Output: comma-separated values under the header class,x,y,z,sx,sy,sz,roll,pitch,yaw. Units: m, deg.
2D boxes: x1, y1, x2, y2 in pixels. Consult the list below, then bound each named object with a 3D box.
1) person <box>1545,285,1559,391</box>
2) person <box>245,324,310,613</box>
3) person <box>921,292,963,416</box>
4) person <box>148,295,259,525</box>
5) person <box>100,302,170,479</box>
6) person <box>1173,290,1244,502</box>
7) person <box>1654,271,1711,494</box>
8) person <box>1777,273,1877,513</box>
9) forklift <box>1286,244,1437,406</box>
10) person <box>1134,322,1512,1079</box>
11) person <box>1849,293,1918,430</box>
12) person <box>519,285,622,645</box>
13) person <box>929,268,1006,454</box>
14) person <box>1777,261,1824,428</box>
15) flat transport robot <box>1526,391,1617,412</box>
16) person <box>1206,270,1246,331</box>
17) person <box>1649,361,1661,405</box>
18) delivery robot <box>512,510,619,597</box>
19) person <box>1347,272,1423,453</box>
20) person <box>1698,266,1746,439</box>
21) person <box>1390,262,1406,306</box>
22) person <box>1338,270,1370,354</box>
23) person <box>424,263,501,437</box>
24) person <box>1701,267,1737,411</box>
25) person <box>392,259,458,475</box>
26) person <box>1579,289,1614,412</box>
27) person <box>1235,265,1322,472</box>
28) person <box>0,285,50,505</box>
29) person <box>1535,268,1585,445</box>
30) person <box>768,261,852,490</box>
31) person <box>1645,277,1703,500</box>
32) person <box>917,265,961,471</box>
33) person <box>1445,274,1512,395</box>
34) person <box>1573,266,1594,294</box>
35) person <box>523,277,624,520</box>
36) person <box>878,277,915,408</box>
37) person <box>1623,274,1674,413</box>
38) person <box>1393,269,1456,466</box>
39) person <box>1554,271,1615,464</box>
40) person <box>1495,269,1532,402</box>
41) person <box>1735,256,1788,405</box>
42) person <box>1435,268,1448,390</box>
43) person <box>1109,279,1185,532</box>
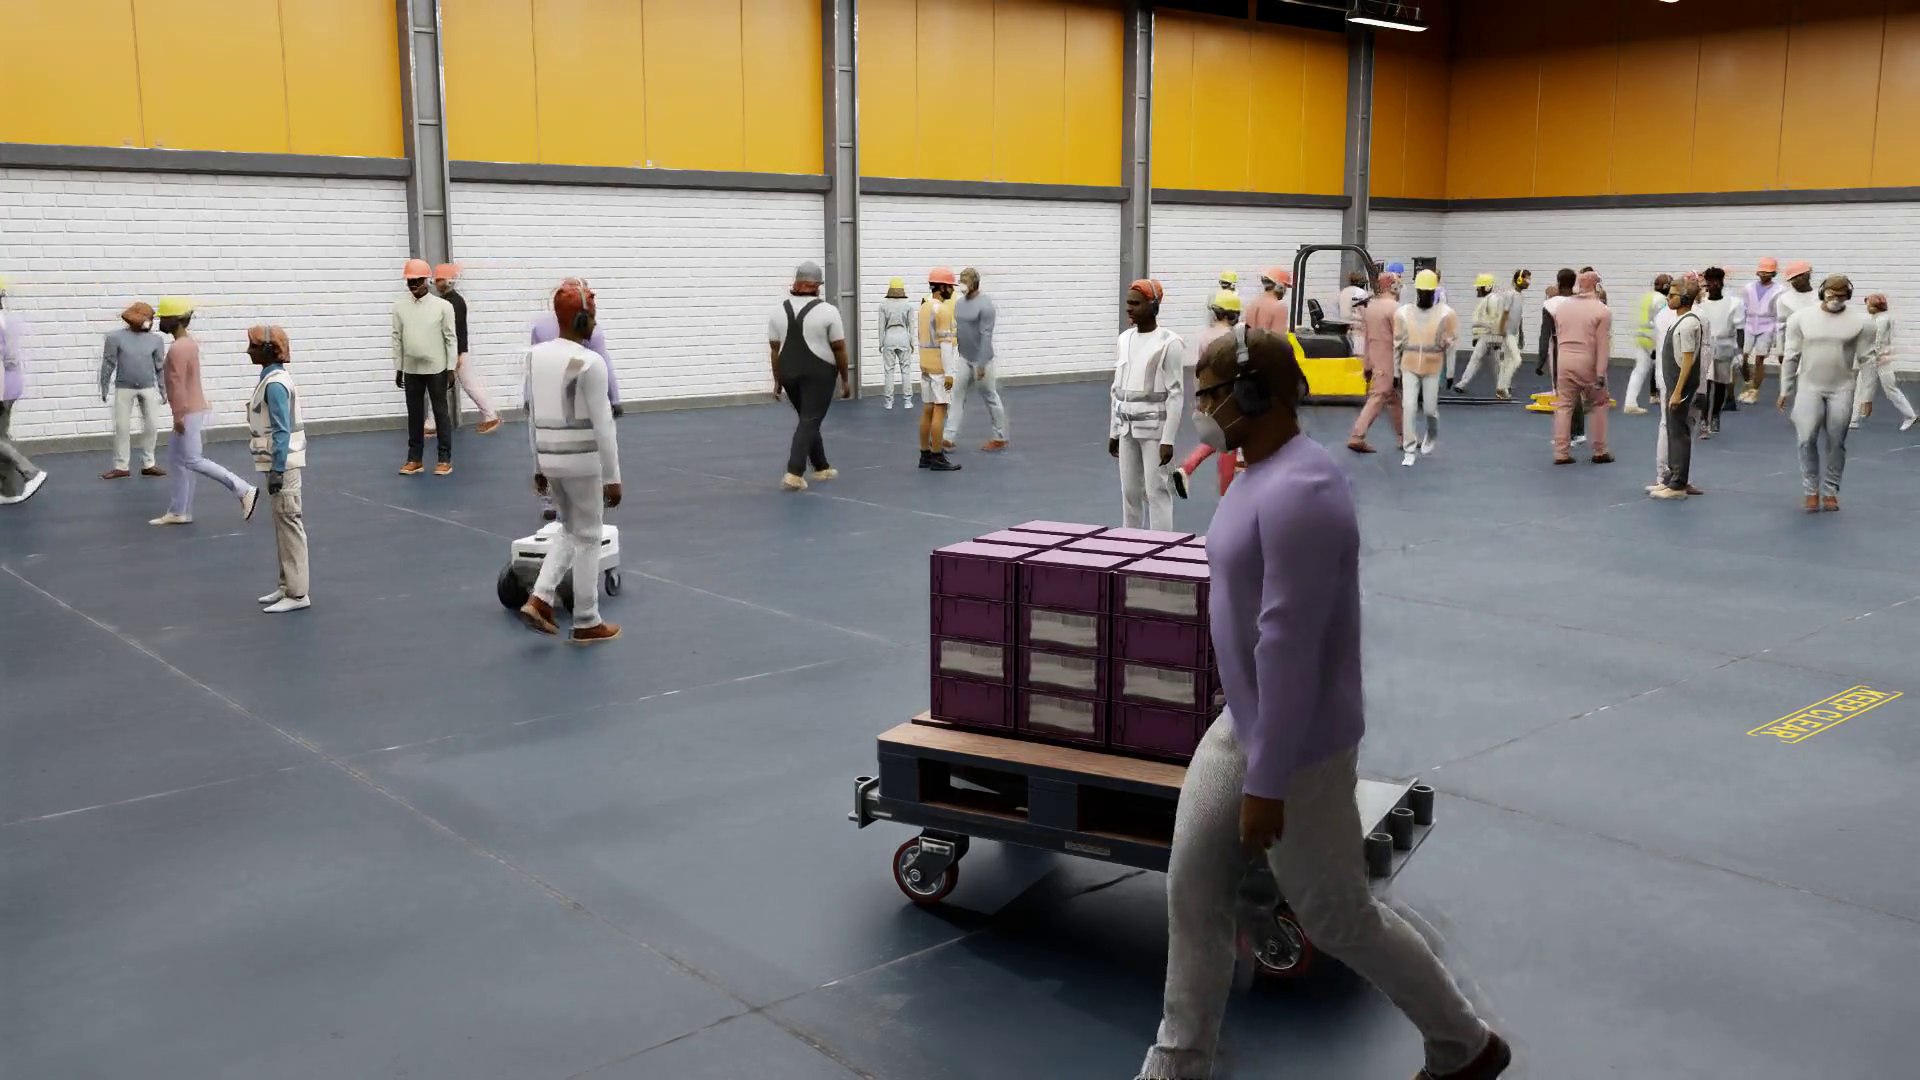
class,x,y,z,sx,sy,sz,roll,pitch,yaw
person,8.455,-2.779,23.447,0.514,1.616,0.445,-9,13,-41
person,-3.895,-0.409,9.508,0.309,1.641,0.515,-5,11,-25
person,-0.232,-2.432,20.783,0.621,1.837,0.429,-5,11,-28
person,-5.727,-0.966,12.488,0.757,1.742,0.528,-2,10,-14
person,-7.556,-1.355,15.140,0.638,1.612,0.272,-7,12,-37
person,2.062,-1.130,13.405,0.562,1.754,0.532,-5,11,-28
person,6.228,-1.345,14.293,0.423,1.898,0.713,-1,10,-8
person,6.825,-1.146,13.100,0.684,1.884,0.697,5,11,26
forklift,5.256,-2.933,22.661,2.313,2.155,1.214,3,10,16
person,0.790,0.455,3.750,0.980,1.884,0.676,-1,10,-4
person,10.762,-2.074,19.375,0.848,1.598,0.518,1,10,8
person,-1.990,-0.368,8.571,0.613,1.876,0.432,8,12,38
person,0.108,-1.823,17.022,0.995,1.892,0.656,-8,12,-39
person,9.771,-2.230,19.264,0.615,1.968,0.986,3,10,17
flat transport robot,8.030,-1.828,21.816,0.652,0.197,1.431,8,13,41
person,3.764,-2.890,23.469,0.600,1.829,0.404,7,12,37
person,9.568,-2.657,22.491,0.317,1.700,0.522,-6,12,-33
delivery robot,-2.285,0.059,9.665,0.477,0.478,0.707,3,10,18
person,4.435,-1.823,17.163,0.960,1.862,0.647,-1,10,-6
person,8.473,-2.111,18.679,0.616,1.922,1.001,4,11,23
person,7.410,-3.835,28.750,0.792,1.923,0.613,-7,12,-35
person,5.684,-3.019,24.266,0.686,1.818,0.624,-3,10,-19
person,-5.680,-2.142,18.753,1.003,1.954,0.628,-8,13,-41
person,9.770,-2.614,21.731,0.952,1.869,0.618,1,10,4
person,-4.956,-1.592,15.393,0.612,1.994,0.395,1,10,8
person,8.161,-2.452,21.533,0.518,1.612,0.436,0,10,0
person,2.969,-1.609,15.678,1.048,1.926,0.630,-5,11,-28
person,-7.753,-1.210,13.410,0.450,1.904,0.606,-4,11,-24
person,6.530,-1.967,17.870,0.602,1.911,0.426,-3,10,-15
person,-1.335,-1.481,14.609,0.687,2.000,1.044,5,11,28
person,5.975,-1.257,13.871,0.345,1.847,0.508,3,10,16
person,-0.189,-1.626,15.767,0.376,1.932,0.551,-5,11,-25
person,7.595,-2.964,24.103,0.983,1.769,0.616,1,10,7
person,10.352,-3.602,27.580,0.553,1.849,0.514,-3,10,-19
person,-3.010,-1.120,13.061,0.684,1.848,0.995,6,11,31
person,-0.845,-2.621,22.152,0.492,1.742,0.323,-1,10,-3
person,8.998,-2.491,21.279,0.952,1.786,0.622,0,10,1
person,4.518,-1.682,16.197,0.589,1.905,0.676,4,10,22
person,6.128,-1.668,16.222,0.787,1.869,0.634,-8,12,-38
person,7.688,-2.837,23.148,0.470,1.841,0.558,7,12,34
person,10.854,-2.833,22.588,0.643,2.015,0.472,9,13,44
person,7.162,-3.172,25.077,0.381,1.844,0.566,-1,10,-7
person,1.121,-0.650,10.211,0.355,1.883,0.574,-7,12,-36
